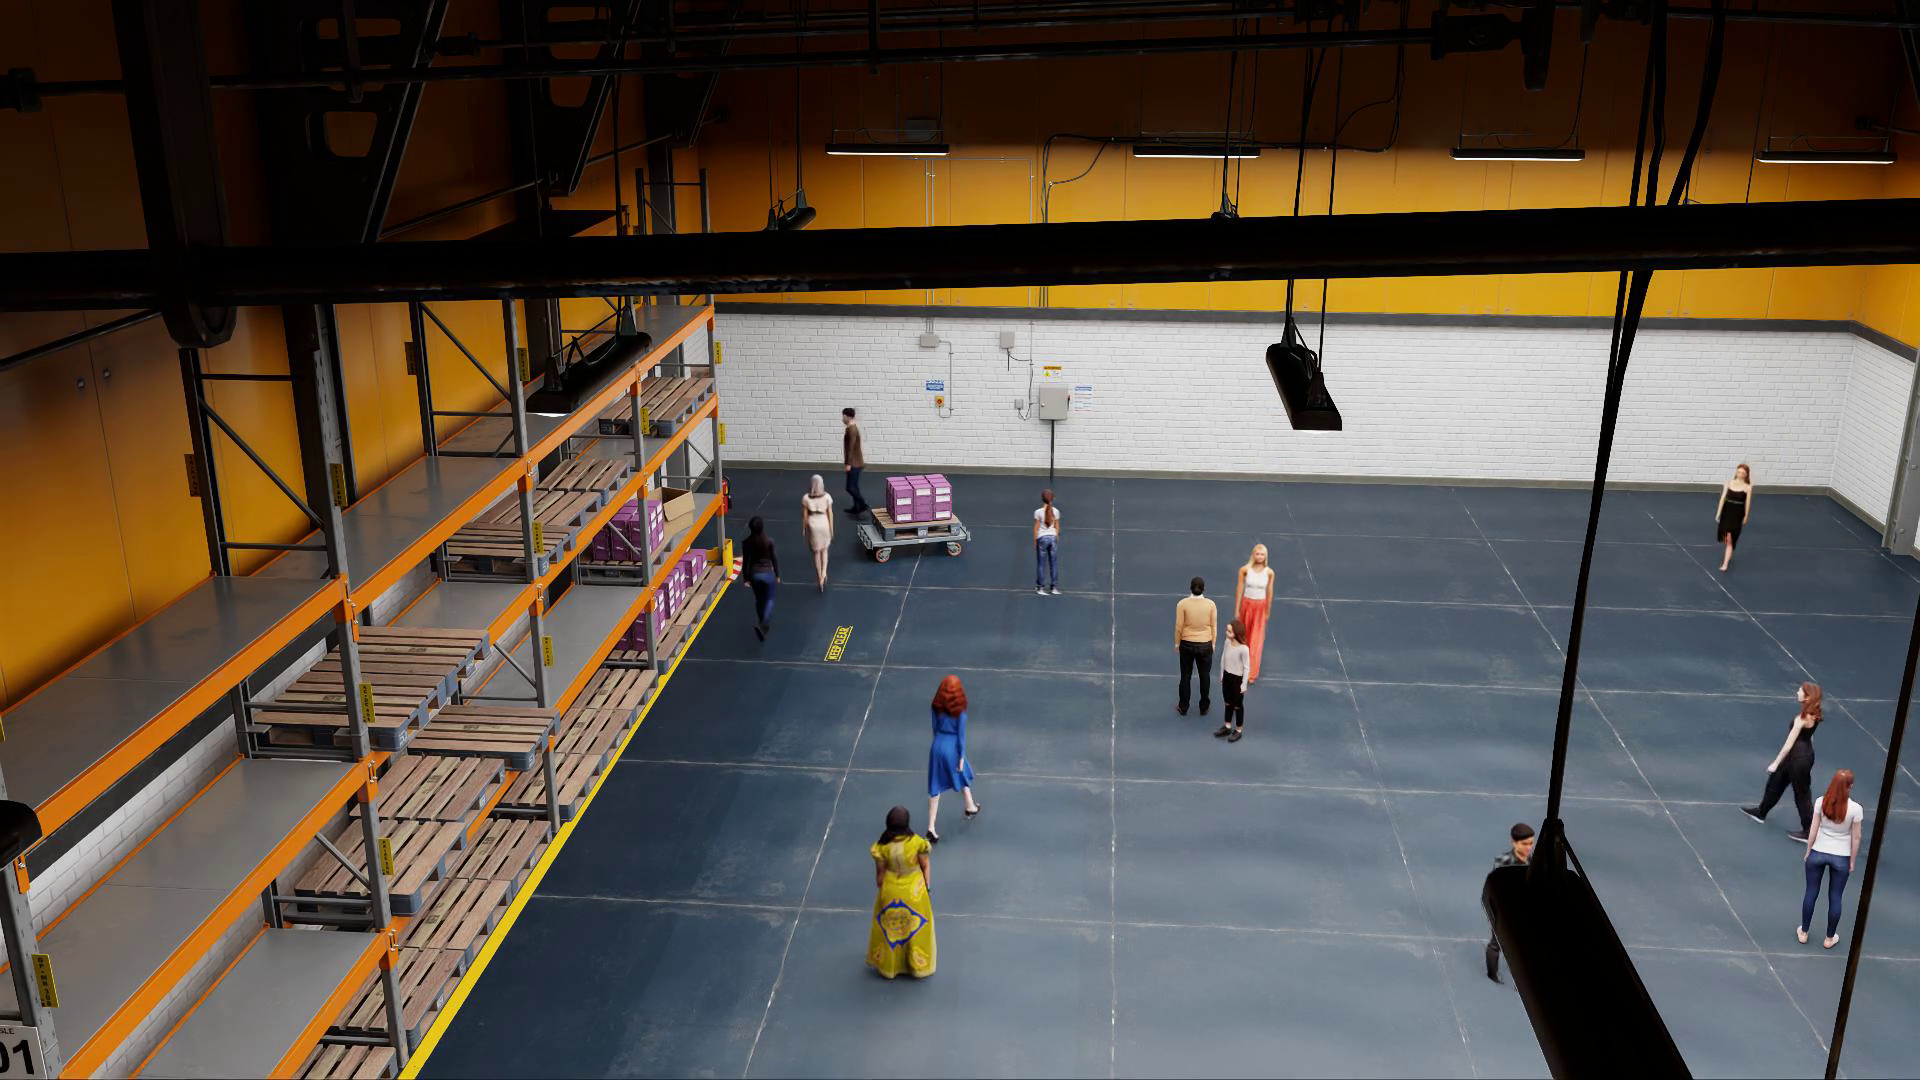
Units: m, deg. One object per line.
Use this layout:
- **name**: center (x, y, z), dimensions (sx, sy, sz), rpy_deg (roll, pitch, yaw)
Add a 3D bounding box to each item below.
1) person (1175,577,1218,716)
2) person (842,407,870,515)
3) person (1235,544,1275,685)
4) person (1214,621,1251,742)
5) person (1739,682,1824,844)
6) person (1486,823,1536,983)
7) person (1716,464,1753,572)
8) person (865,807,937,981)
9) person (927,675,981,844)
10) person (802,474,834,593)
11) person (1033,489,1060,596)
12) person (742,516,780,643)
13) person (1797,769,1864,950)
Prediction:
- **person**: center (2.845, 1.272, 20.076), dimensions (0.651, 1.754, 0.576), rpy_deg (1, 19, 3)
- **person**: center (-1.723, -1.275, 27.453), dimensions (0.789, 1.872, 0.676), rpy_deg (0, 19, 0)
- **person**: center (3.727, 0.883, 21.194), dimensions (0.700, 1.778, 1.146), rpy_deg (4, 19, 11)
- **person**: center (3.216, 1.625, 19.453), dimensions (0.665, 1.483, 0.601), rpy_deg (-14, 23, -36)
- **person**: center (8.710, 2.314, 17.045), dimensions (0.982, 1.714, 1.032), rpy_deg (13, 23, 35)
- **person**: center (4.849, 3.221, 14.655), dimensions (0.864, 1.696, 0.973), rpy_deg (-4, 19, -12)
- **person**: center (11.734, -0.371, 25.206), dimensions (0.962, 1.595, 1.092), rpy_deg (17, 25, 40)
- **person**: center (-0.499, 3.137, 14.703), dimensions (0.811, 1.649, 0.711), rpy_deg (1, 19, 3)
- **person**: center (-0.185, 2.288, 17.014), dimensions (0.957, 1.783, 1.210), rpy_deg (11, 21, 29)
- **person**: center (-2.049, -0.076, 24.132), dimensions (0.693, 1.719, 0.858), rpy_deg (-2, 19, -5)
- **person**: center (1.255, 0.010, 24.126), dimensions (0.583, 1.561, 0.600), rpy_deg (-4, 19, -11)
- **person**: center (-2.663, 0.547, 22.267), dimensions (0.613, 1.729, 0.965), rpy_deg (1, 19, 4)
- **person**: center (7.969, 2.908, 15.245), dimensions (0.642, 1.738, 0.656), rpy_deg (11, 22, 30)
